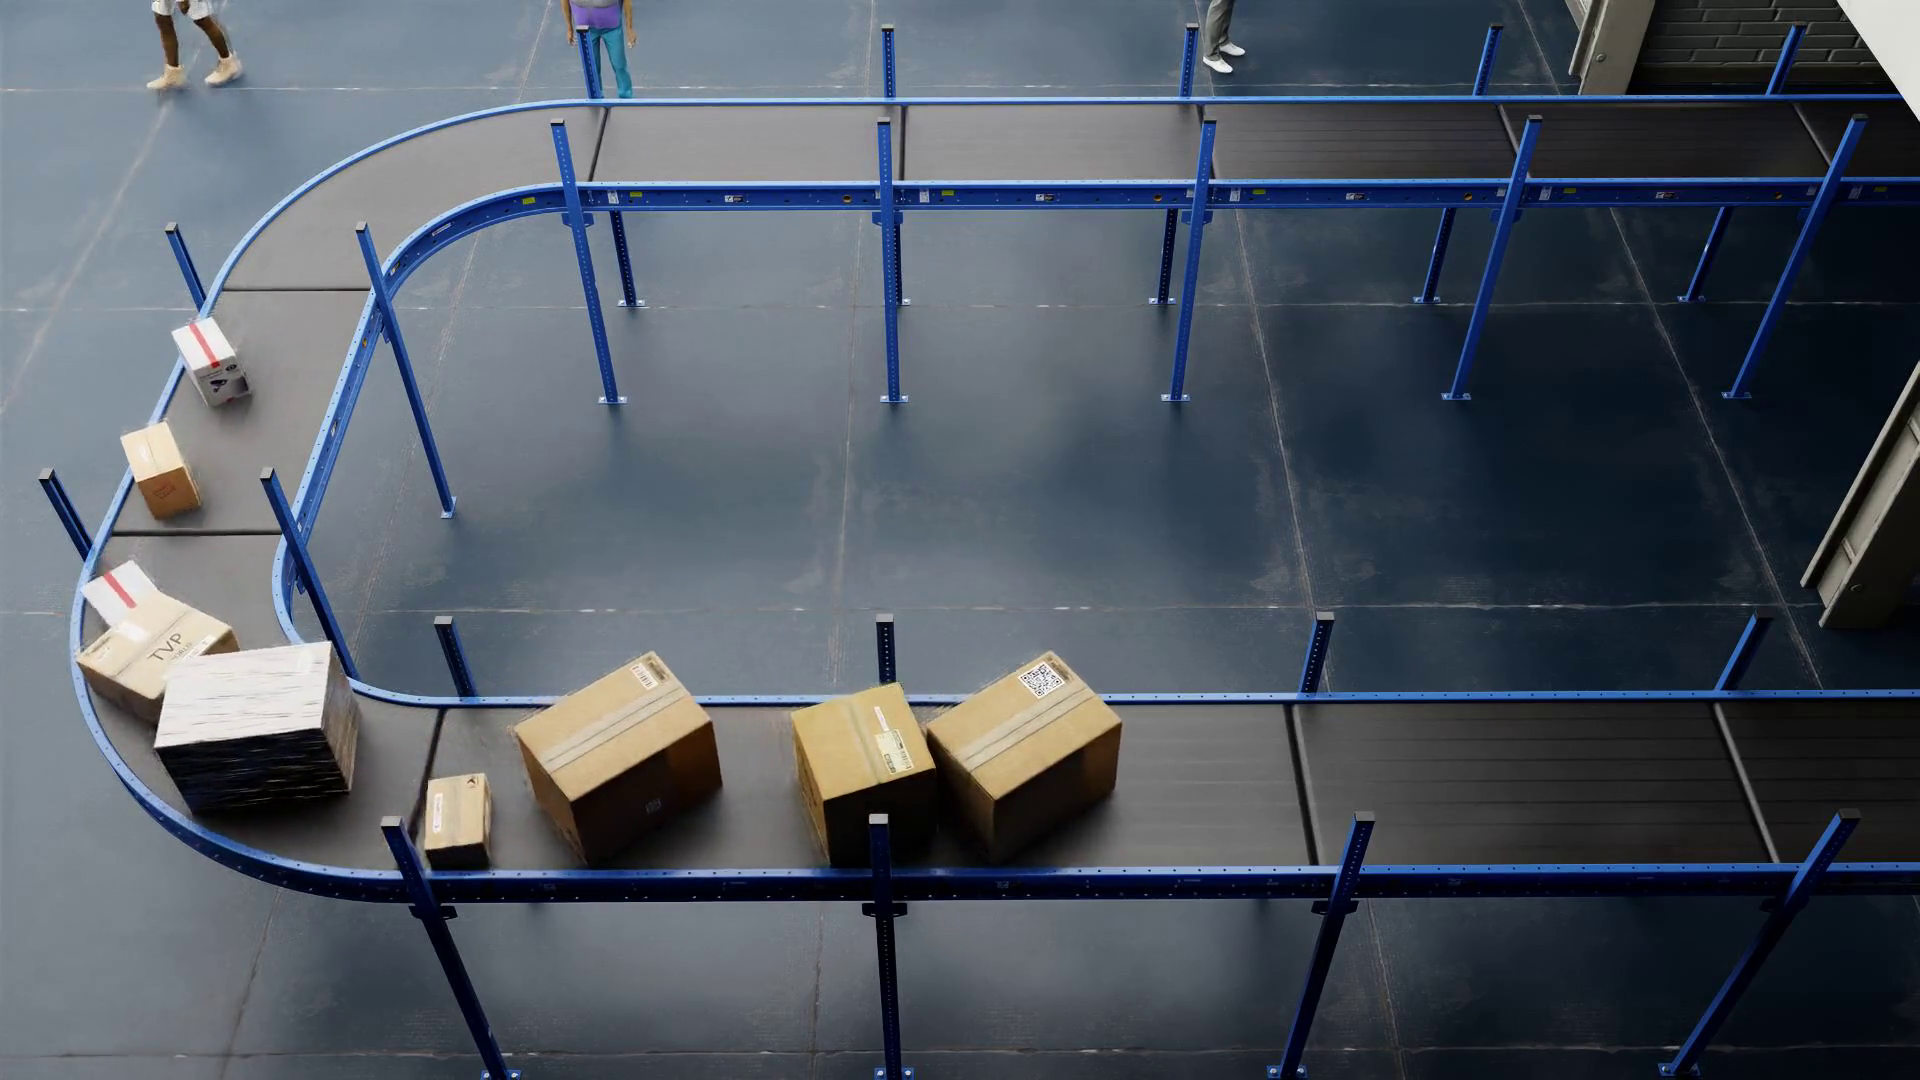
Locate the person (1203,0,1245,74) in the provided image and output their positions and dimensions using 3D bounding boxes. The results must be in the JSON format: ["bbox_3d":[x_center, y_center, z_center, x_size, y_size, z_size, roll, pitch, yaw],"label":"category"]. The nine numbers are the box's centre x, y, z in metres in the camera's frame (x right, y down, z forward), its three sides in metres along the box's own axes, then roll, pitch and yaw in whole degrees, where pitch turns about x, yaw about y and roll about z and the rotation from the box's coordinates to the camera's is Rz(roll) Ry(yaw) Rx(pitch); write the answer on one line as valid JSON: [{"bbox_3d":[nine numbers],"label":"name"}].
[{"bbox_3d":[2.338,-4.923,14.562,0.381,1.918,0.584,21,51,19],"label":"person"}]

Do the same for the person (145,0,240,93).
[{"bbox_3d":[-6.637,-4.606,14.201,0.646,2.012,0.860,34,55,27],"label":"person"}]

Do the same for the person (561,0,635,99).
[{"bbox_3d":[-2.913,-4.178,13.915,0.563,1.846,0.389,0,47,0],"label":"person"}]
